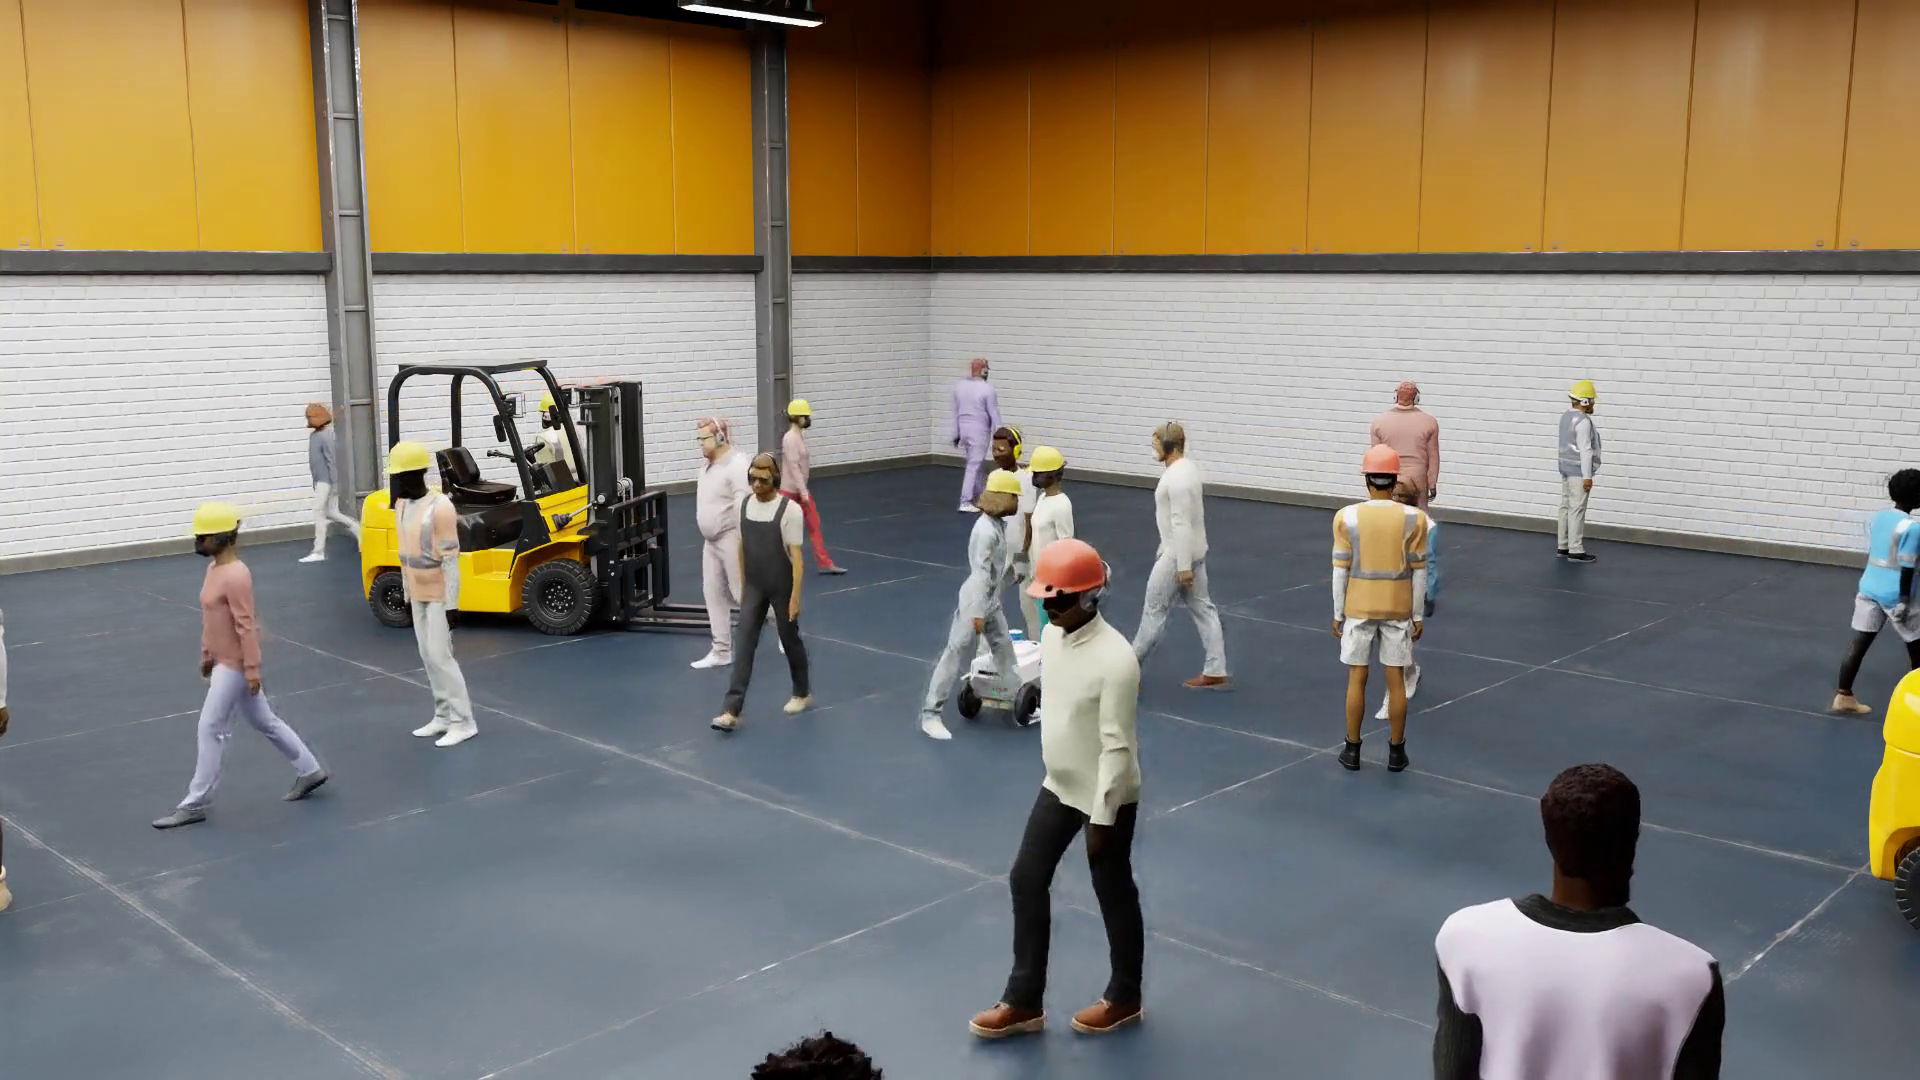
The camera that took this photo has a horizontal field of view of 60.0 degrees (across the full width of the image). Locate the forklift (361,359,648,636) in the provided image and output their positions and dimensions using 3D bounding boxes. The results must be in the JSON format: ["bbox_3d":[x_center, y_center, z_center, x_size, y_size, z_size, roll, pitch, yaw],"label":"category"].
[{"bbox_3d":[-3.850,-0.407,13.936,2.313,2.155,1.214,2,9,11],"label":"forklift"}]

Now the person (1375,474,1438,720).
[{"bbox_3d":[2.970,0.343,11.123,0.517,1.609,0.767,9,13,44],"label":"person"}]

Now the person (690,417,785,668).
[{"bbox_3d":[-1.646,0.007,12.424,0.785,1.870,0.672,-7,11,-35],"label":"person"}]

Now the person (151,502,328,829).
[{"bbox_3d":[-3.899,0.638,8.974,0.908,1.722,0.540,-6,11,-34],"label":"person"}]

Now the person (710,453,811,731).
[{"bbox_3d":[-1.247,0.321,10.749,0.537,1.783,0.978,4,10,23],"label":"person"}]

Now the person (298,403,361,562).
[{"bbox_3d":[-6.391,-0.595,16.889,0.686,1.610,0.506,-7,12,-37],"label":"person"}]

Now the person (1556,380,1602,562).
[{"bbox_3d":[6.262,-0.698,16.822,0.404,1.835,0.590,0,9,-2],"label":"person"}]

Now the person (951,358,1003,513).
[{"bbox_3d":[0.280,-1.282,20.308,0.933,1.862,0.676,-9,13,-43],"label":"person"}]

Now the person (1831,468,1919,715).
[{"bbox_3d":[6.202,0.357,10.899,0.848,1.656,0.538,0,9,-3],"label":"person"}]

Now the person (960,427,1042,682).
[{"bbox_3d":[0.329,0.127,11.760,0.522,1.840,0.831,8,13,42],"label":"person"}]

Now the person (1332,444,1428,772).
[{"bbox_3d":[2.451,0.402,9.767,0.544,1.937,0.358,2,9,10],"label":"person"}]

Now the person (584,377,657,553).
[{"bbox_3d":[-3.390,-0.655,16.401,1.012,1.878,0.546,-6,11,-34],"label":"person"}]

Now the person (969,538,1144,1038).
[{"bbox_3d":[0.384,0.964,6.242,0.861,1.953,0.636,-5,11,-29],"label":"person"}]

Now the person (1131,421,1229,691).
[{"bbox_3d":[1.442,0.120,11.642,1.006,1.884,0.650,3,10,17],"label":"person"}]

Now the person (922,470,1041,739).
[{"bbox_3d":[0.185,0.404,10.515,0.905,1.681,0.568,1,9,7],"label":"person"}]

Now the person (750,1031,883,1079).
[{"bbox_3d":[-0.164,1.604,2.452,0.678,1.948,0.632,-3,10,-17],"label":"person"}]

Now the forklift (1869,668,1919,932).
[{"bbox_3d":[5.205,0.723,7.013,2.313,2.155,1.214,9,13,43],"label":"forklift"}]

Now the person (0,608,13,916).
[{"bbox_3d":[-4.604,0.729,7.443,0.609,2.040,0.394,-8,12,-40],"label":"person"}]

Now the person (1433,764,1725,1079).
[{"bbox_3d":[1.302,1.424,3.570,0.587,1.914,0.392,6,11,31],"label":"person"}]

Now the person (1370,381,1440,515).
[{"bbox_3d":[4.179,-0.543,15.656,0.640,1.909,0.409,3,10,18],"label":"person"}]

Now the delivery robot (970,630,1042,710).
[{"bbox_3d":[0.361,0.840,11.021,0.477,0.478,0.707,5,11,28],"label":"delivery robot"}]

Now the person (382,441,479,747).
[{"bbox_3d":[-3.319,0.334,10.330,0.602,1.906,0.468,8,12,40],"label":"person"}]

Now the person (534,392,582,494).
[{"bbox_3d":[-3.697,-0.436,15.223,0.403,1.833,0.590,3,10,19],"label":"person"}]

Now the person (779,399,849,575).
[{"bbox_3d":[-1.584,-0.491,15.923,0.920,1.722,0.527,2,9,11],"label":"person"}]

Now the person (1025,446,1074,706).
[{"bbox_3d":[0.602,0.244,11.262,0.322,1.765,0.533,-2,10,-15],"label":"person"}]
